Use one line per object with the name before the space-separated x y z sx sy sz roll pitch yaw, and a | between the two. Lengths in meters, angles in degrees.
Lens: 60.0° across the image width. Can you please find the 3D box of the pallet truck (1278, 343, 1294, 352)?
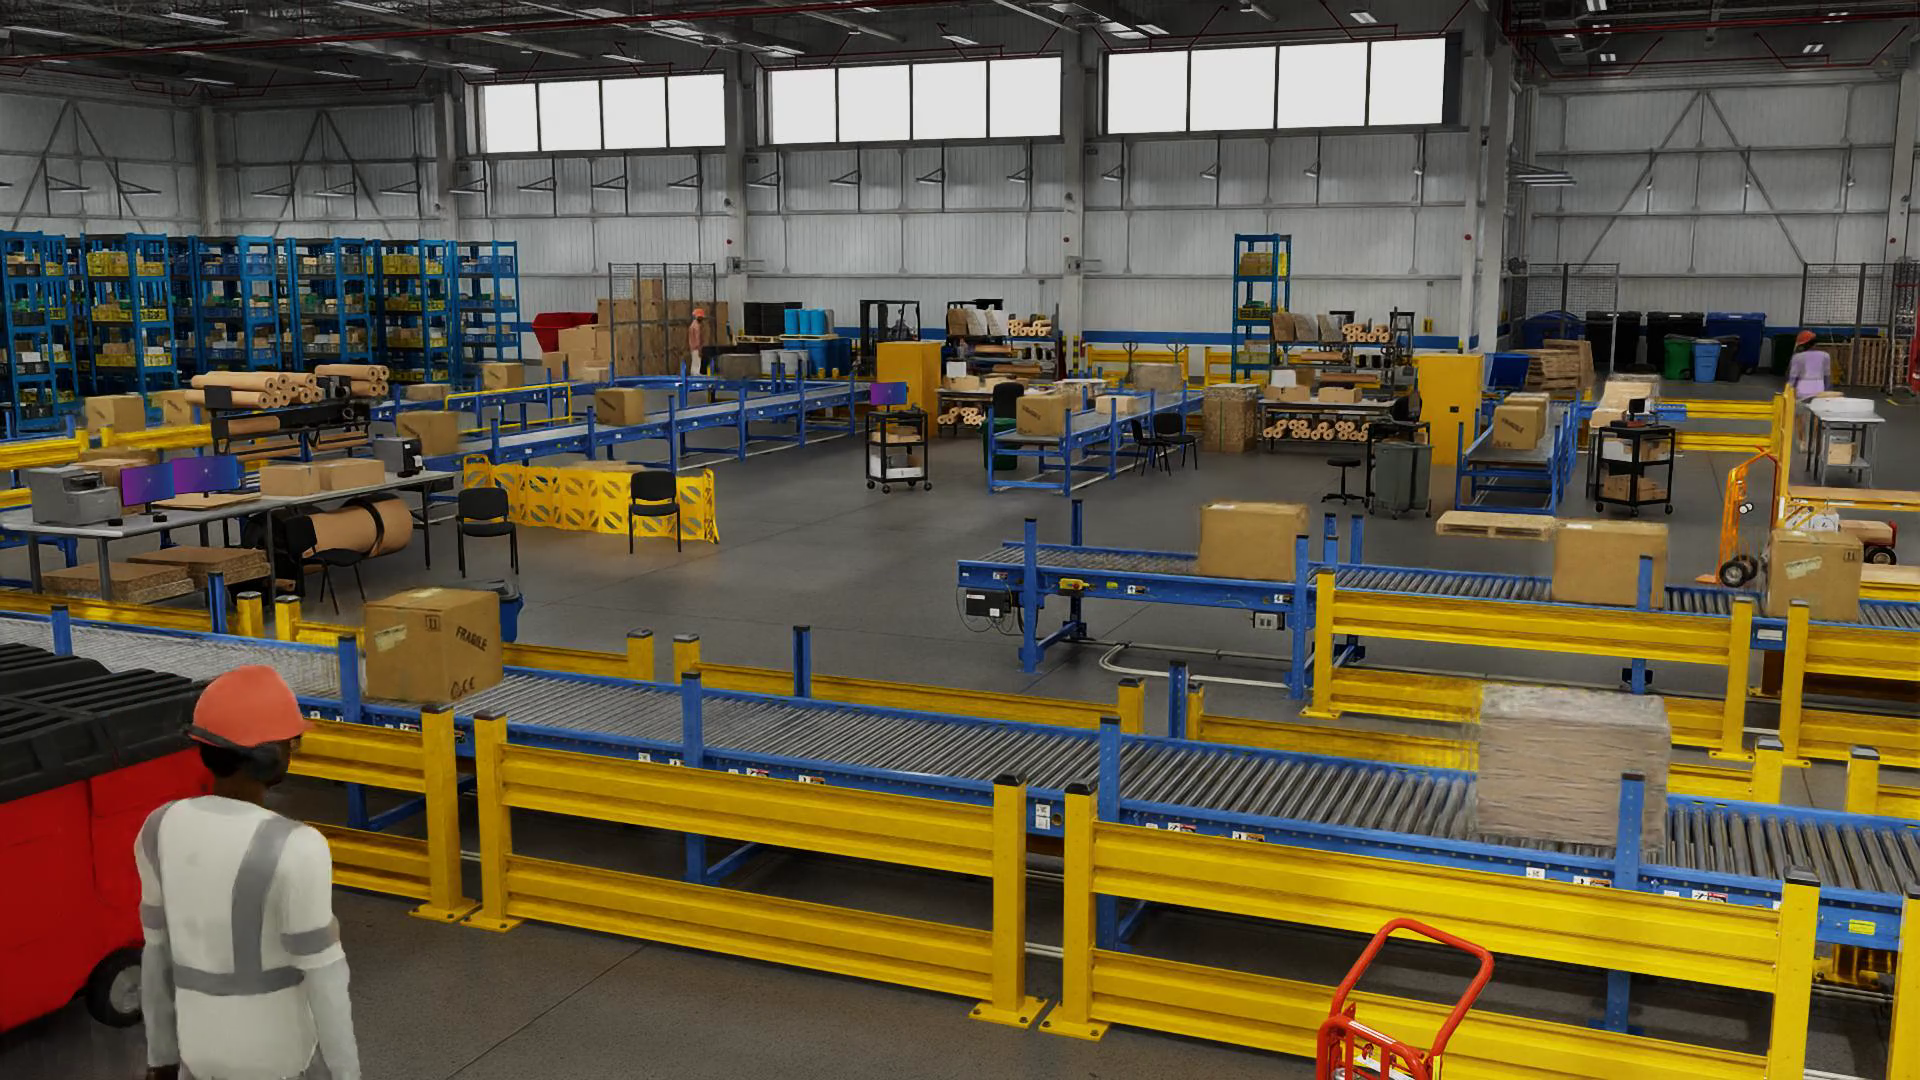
pallet truck | 7.886 -4.163 39.743 0.653 1.274 1.630 4 10 22

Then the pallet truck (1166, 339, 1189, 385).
pallet truck | 5.418 -4.269 40.420 0.704 1.261 1.522 3 10 20

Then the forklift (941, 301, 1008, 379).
forklift | 0.365 -4.966 41.571 1.157 1.987 2.680 3 10 20

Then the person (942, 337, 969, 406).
person | -0.058 -3.626 35.203 0.895 1.716 0.554 -2 10 -13

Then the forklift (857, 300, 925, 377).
forklift | -1.732 -5.109 42.468 1.157 1.987 2.680 4 10 22

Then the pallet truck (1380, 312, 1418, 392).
pallet truck | 10.207 -4.283 38.369 0.823 1.965 1.885 3 10 20

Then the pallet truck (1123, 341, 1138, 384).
pallet truck | 4.445 -4.380 41.279 0.680 1.201 1.601 4 10 22

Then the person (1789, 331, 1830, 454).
person | 13.607 -2.351 26.700 0.618 2.003 0.464 0 9 1

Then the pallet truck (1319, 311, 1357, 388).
pallet truck | 9.071 -4.419 39.190 0.823 1.965 1.885 5 10 26

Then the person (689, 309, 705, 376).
person | -6.395 -4.639 40.557 0.400 1.986 0.613 -4 10 -20

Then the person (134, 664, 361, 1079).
person | -1.917 1.332 4.359 0.620 2.006 1.000 5 10 26
